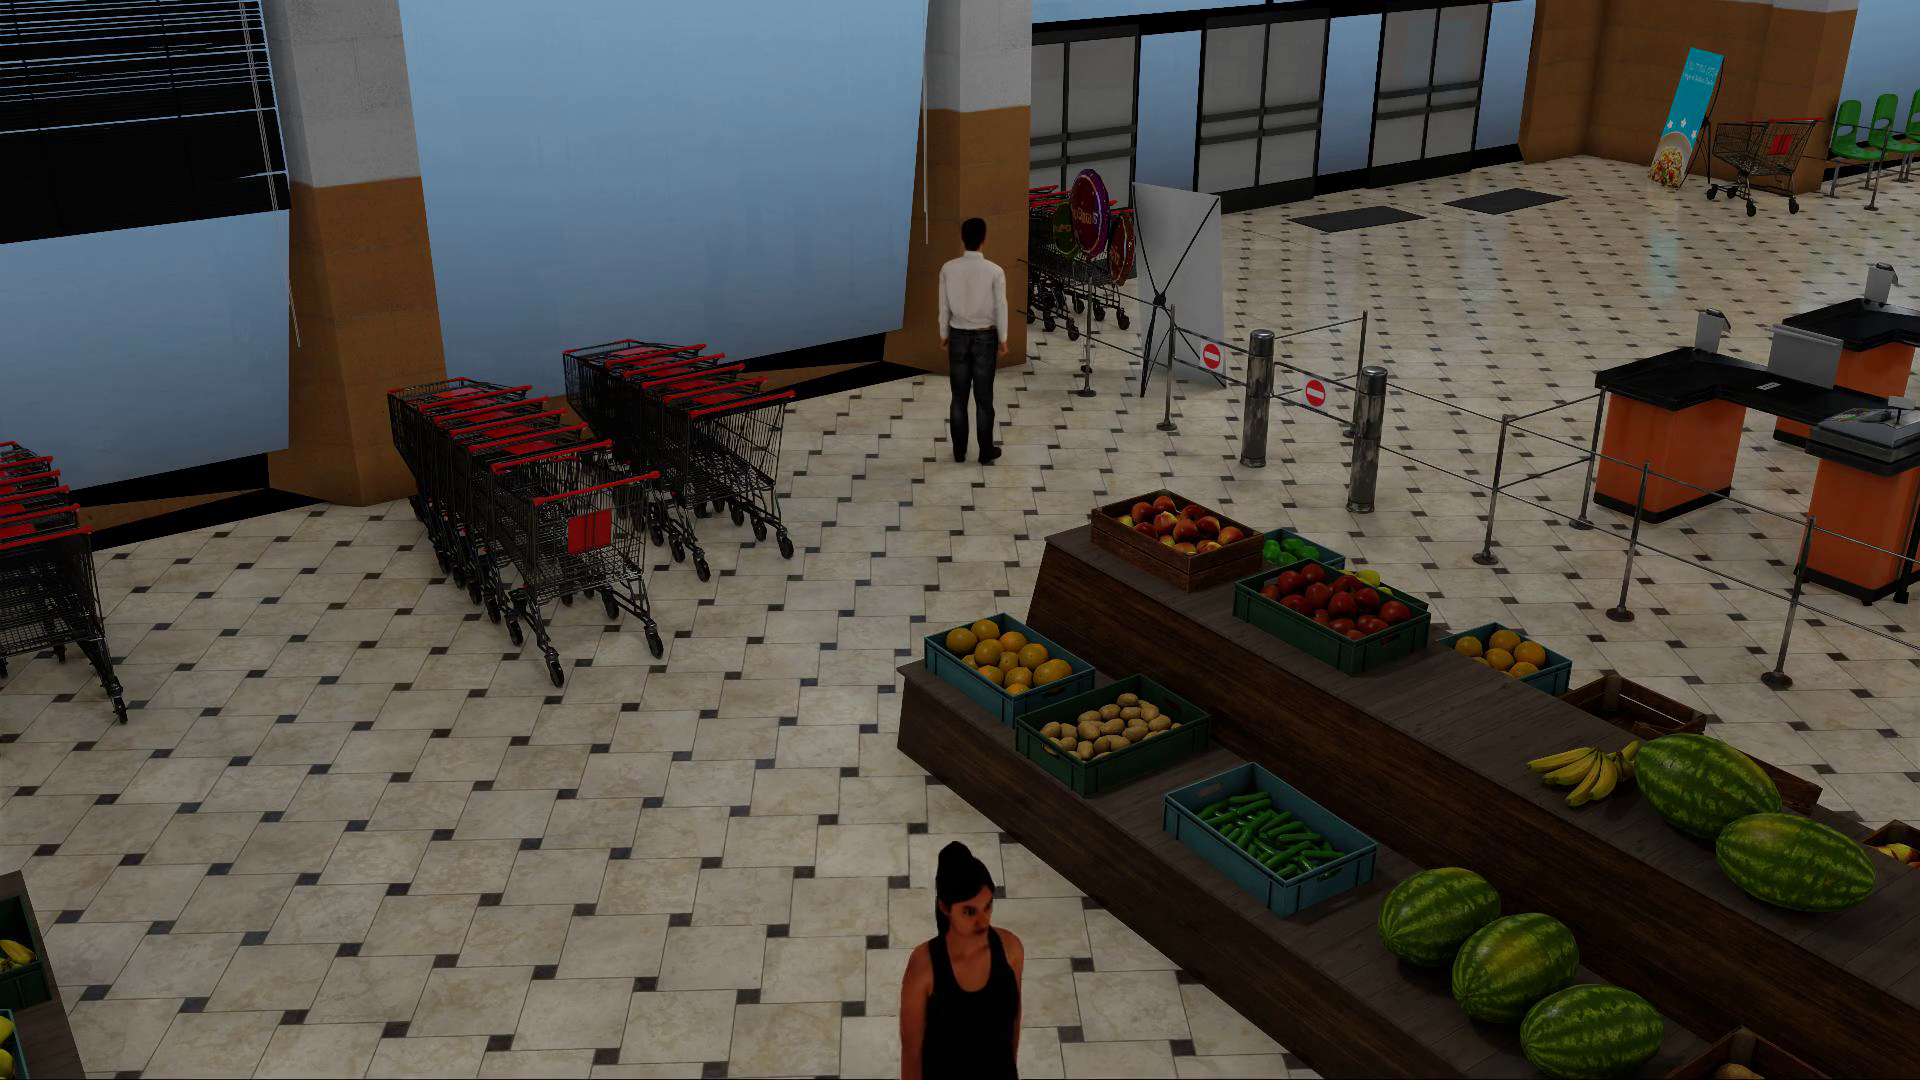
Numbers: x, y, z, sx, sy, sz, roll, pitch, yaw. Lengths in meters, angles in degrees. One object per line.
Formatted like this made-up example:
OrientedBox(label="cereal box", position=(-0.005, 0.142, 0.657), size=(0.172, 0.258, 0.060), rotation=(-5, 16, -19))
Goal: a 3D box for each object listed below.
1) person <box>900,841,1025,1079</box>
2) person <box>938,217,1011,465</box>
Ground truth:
OrientedBox(label="person", position=(-0.033, 1.675, 5.250), size=(0.747, 1.616, 1.154), rotation=(-10, 26, -22))
OrientedBox(label="person", position=(0.088, -1.449, 12.149), size=(0.710, 1.809, 0.792), rotation=(6, 24, 13))
